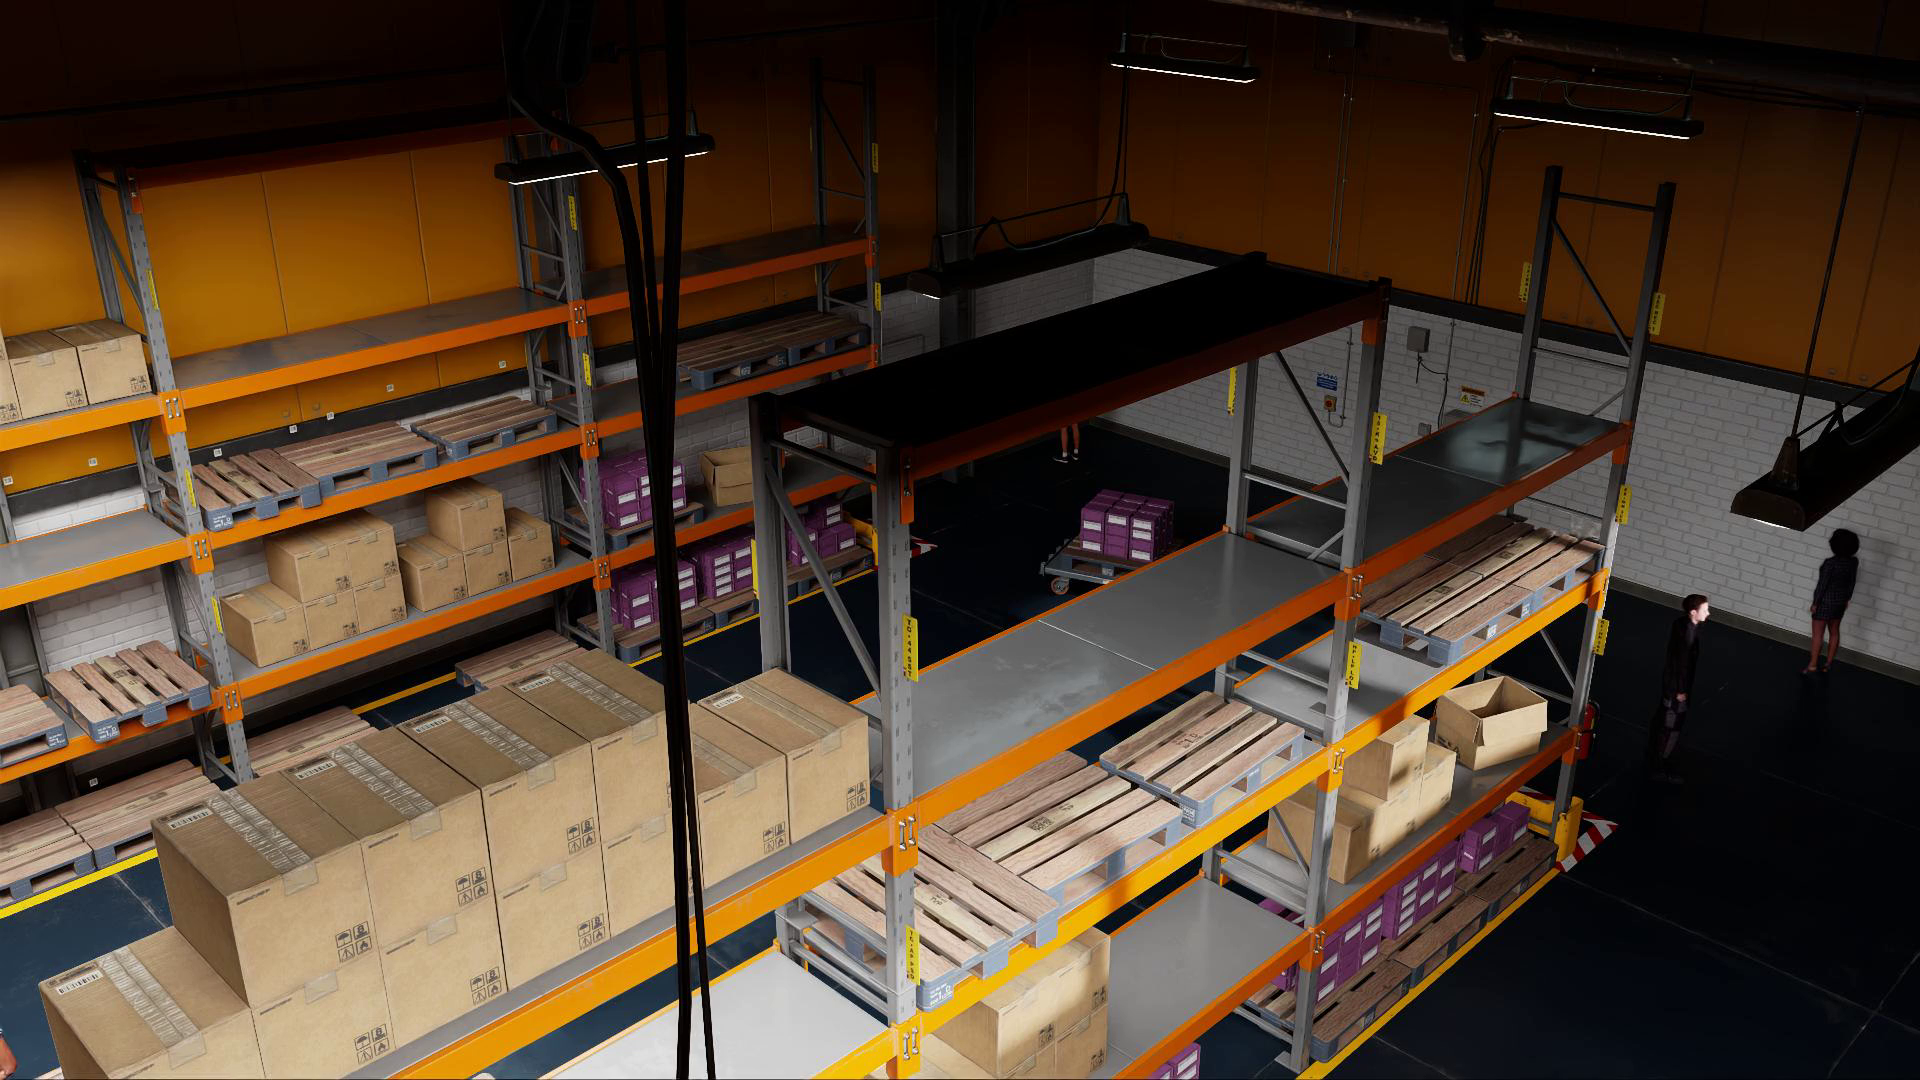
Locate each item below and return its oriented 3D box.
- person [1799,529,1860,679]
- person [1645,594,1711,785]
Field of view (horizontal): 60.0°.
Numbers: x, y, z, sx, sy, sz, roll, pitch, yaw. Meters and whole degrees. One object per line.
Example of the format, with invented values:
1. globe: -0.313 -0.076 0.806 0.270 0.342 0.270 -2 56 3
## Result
1. person: 9.269 0.677 17.699 0.647 1.702 0.765 -6 24 -14
2. person: 6.842 1.378 15.835 0.835 1.911 0.707 6 24 14
